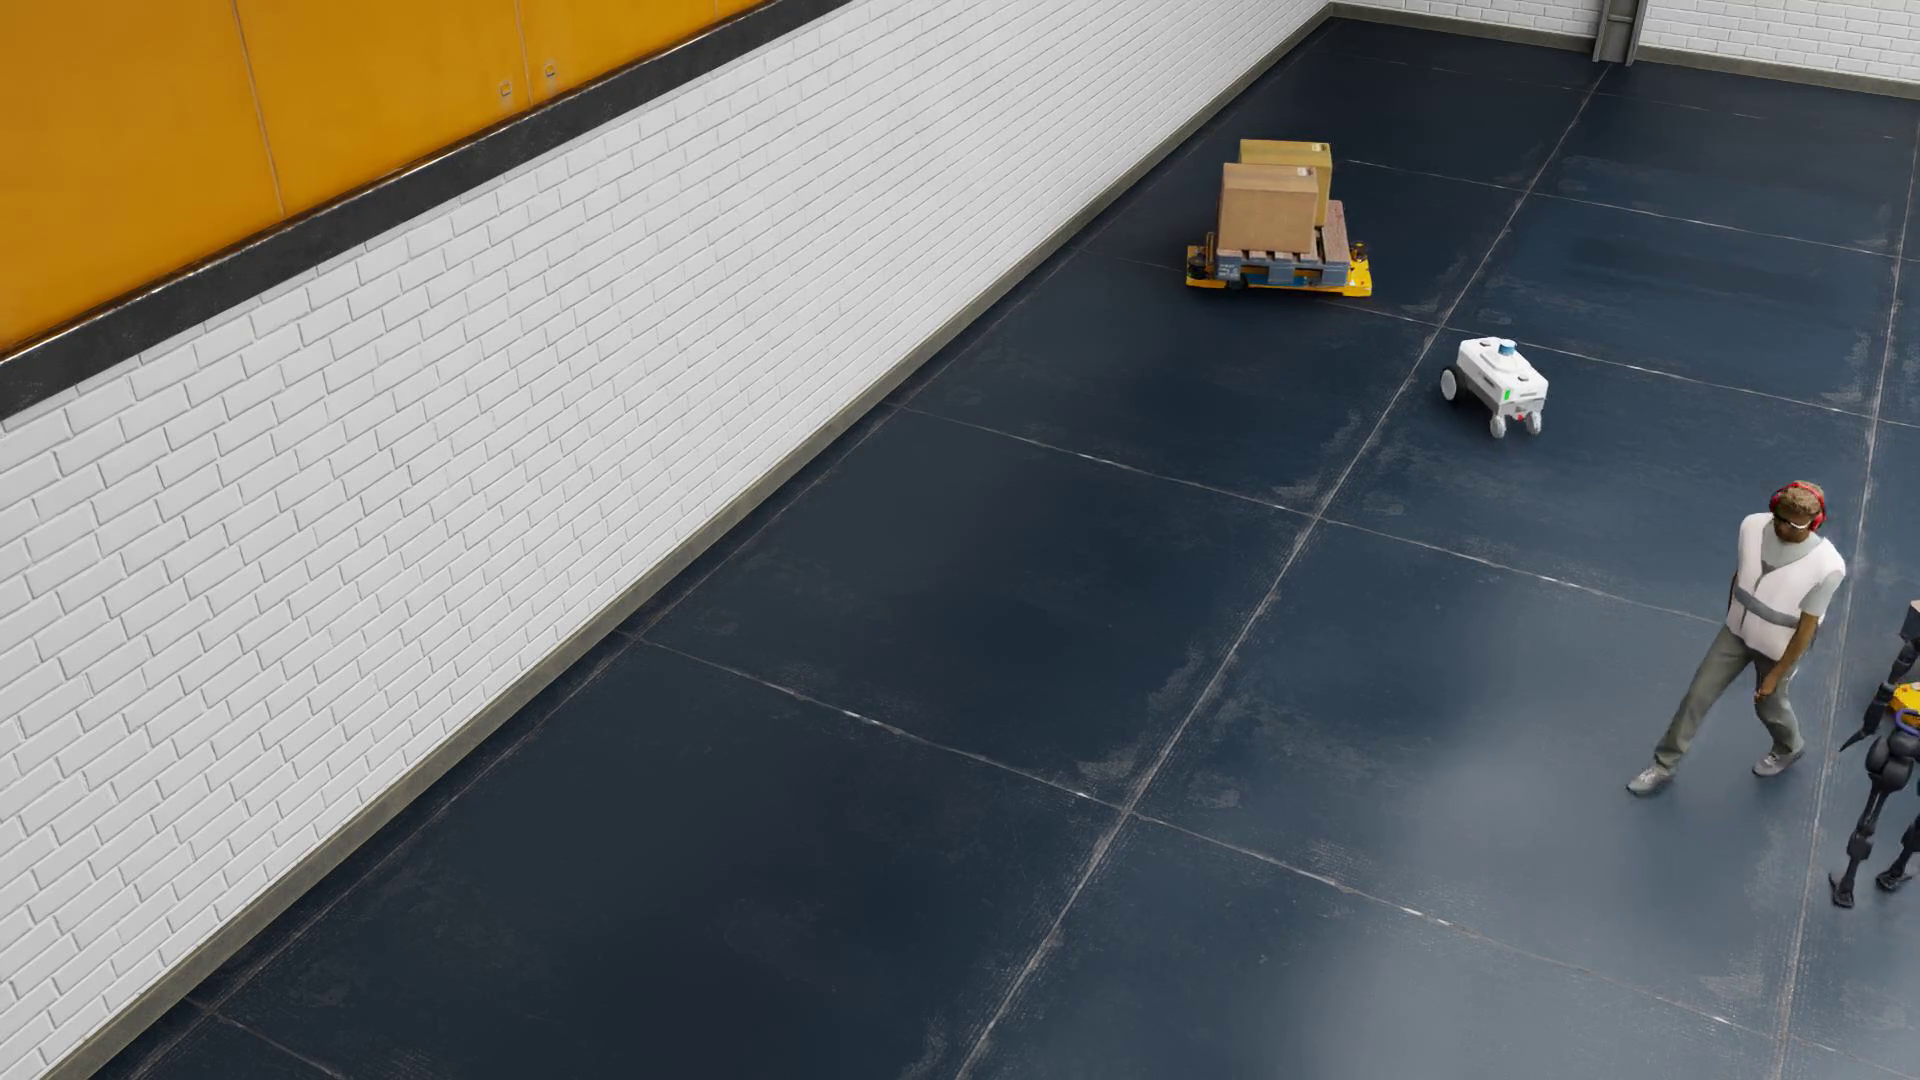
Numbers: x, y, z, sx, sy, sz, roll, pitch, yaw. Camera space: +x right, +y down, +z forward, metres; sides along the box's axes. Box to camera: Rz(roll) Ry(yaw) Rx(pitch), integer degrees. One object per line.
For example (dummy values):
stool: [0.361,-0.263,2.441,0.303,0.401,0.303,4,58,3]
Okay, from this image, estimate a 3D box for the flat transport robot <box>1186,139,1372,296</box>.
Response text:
flat transport robot: [2.530,-2.192,13.238,1.431,0.231,0.659,4,34,6]

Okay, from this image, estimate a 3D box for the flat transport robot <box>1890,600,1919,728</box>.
flat transport robot: [5.681,0.862,8.695,1.431,0.231,0.659,-8,35,-11]

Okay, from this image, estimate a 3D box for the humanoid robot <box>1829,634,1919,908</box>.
humanoid robot: [4.251,0.931,7.339,0.610,1.640,0.476,23,40,30]

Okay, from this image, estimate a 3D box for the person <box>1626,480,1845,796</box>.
person: [3.832,0.466,7.923,0.929,1.792,0.553,-16,37,-22]

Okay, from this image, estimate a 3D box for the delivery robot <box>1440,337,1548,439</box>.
delivery robot: [3.671,-1.083,11.349,0.499,0.614,0.815,-8,35,-11]
